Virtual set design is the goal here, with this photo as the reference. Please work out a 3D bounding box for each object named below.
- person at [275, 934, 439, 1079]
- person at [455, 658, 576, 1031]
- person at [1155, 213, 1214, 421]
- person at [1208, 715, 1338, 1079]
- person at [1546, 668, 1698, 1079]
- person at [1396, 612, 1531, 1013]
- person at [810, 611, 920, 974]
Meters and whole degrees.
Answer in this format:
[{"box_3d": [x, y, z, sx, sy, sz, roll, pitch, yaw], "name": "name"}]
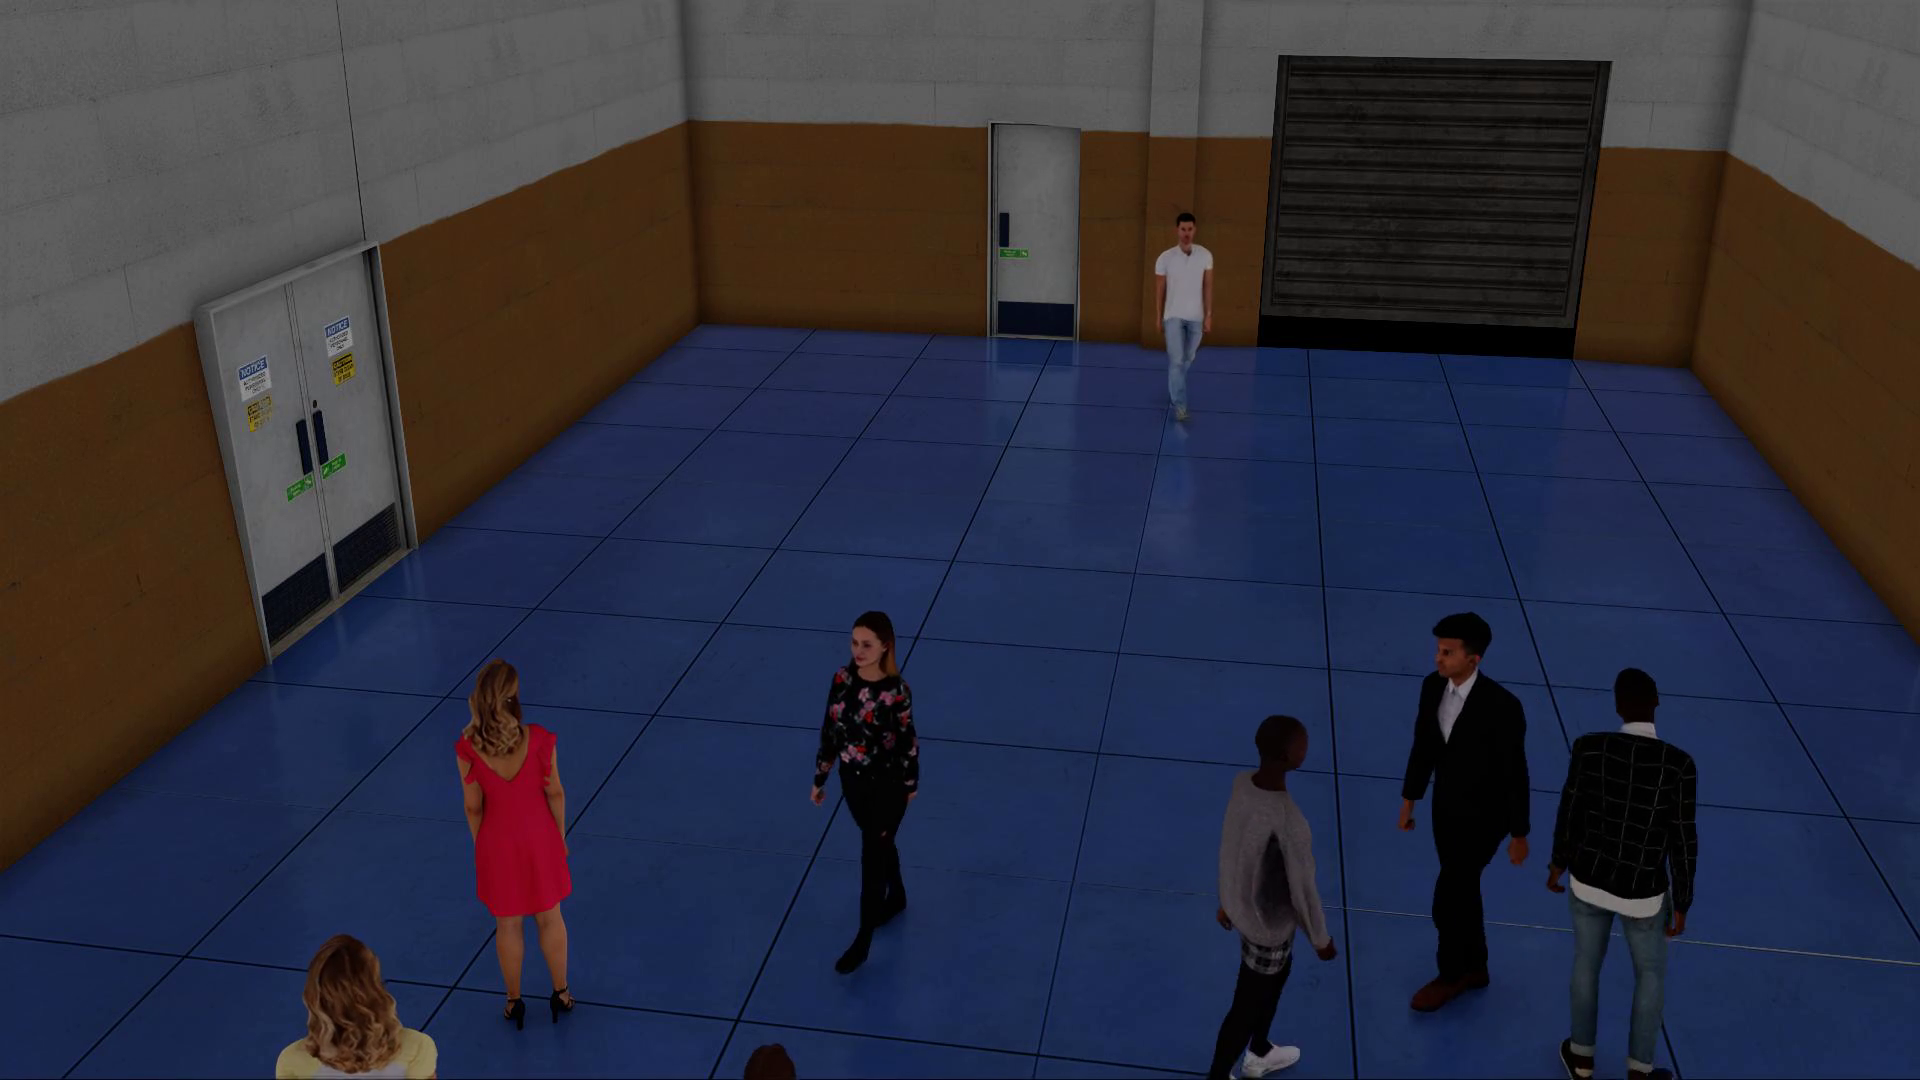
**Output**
[{"box_3d": [-1.833, 2.004, 5.235, 0.632, 1.723, 0.765, -6, 23, -16], "name": "person"}, {"box_3d": [-1.865, 1.290, 7.024, 0.594, 1.729, 0.706, -5, 22, -12], "name": "person"}, {"box_3d": [2.041, -2.072, 15.262, 1.216, 1.825, 0.989, -3, 22, -6], "name": "person"}, {"box_3d": [1.088, 1.495, 6.477, 0.866, 1.756, 0.782, -6, 23, -14], "name": "person"}, {"box_3d": [2.636, 1.413, 6.651, 0.782, 1.779, 0.940, 18, 28, 37], "name": "person"}, {"box_3d": [2.272, 1.162, 7.171, 0.902, 1.856, 0.880, -10, 24, -23], "name": "person"}, {"box_3d": [-0.354, 1.075, 7.655, 0.943, 1.656, 0.875, 15, 26, 33], "name": "person"}]
